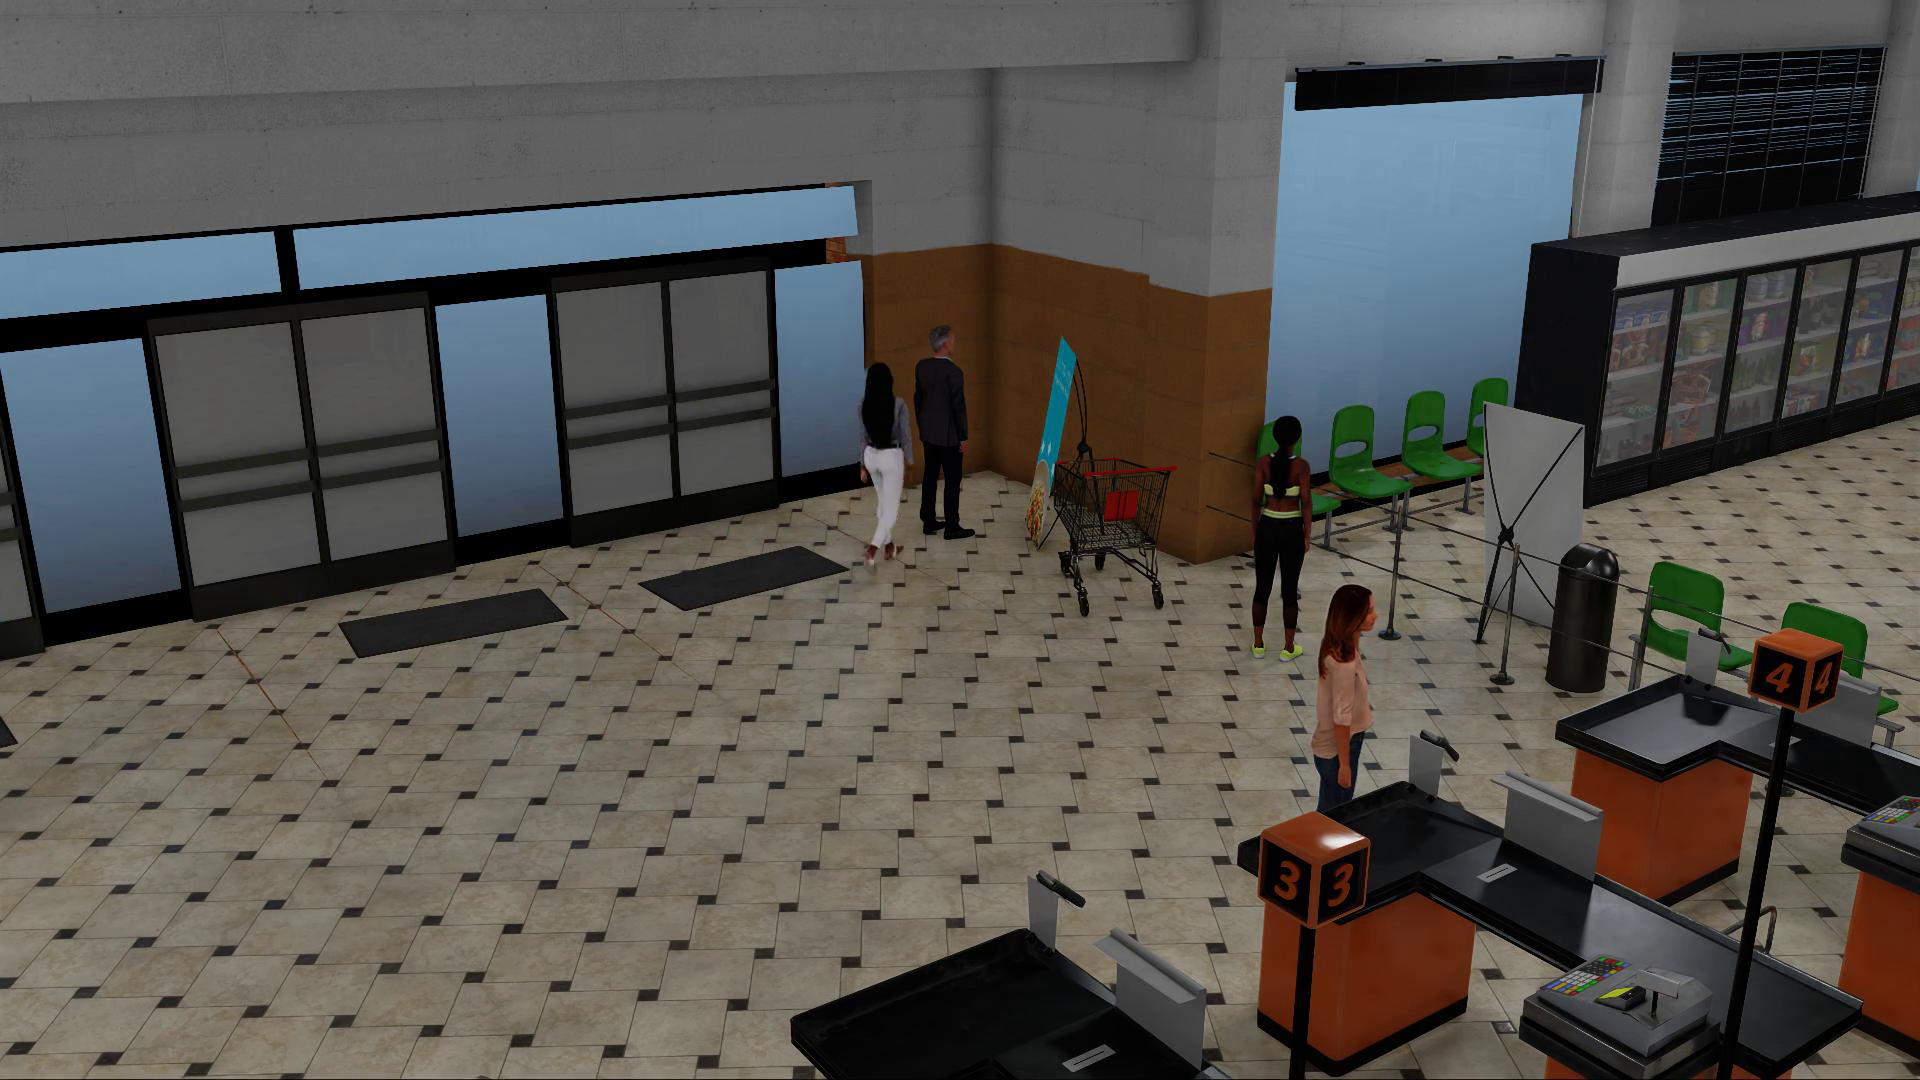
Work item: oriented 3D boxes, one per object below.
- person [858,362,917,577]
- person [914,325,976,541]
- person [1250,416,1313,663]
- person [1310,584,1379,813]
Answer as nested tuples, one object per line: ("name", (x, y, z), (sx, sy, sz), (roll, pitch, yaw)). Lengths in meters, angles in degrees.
("person", (-0.629, -0.547, 13.309), (1.124, 1.696, 1.021), (8, 20, 23))
("person", (-0.144, -0.931, 14.227), (0.598, 1.837, 0.832), (17, 25, 41))
("person", (2.232, -0.011, 11.632), (0.610, 1.753, 0.705), (7, 20, 20))
("person", (1.897, 1.062, 8.386), (0.720, 1.792, 0.666), (4, 19, 11))
